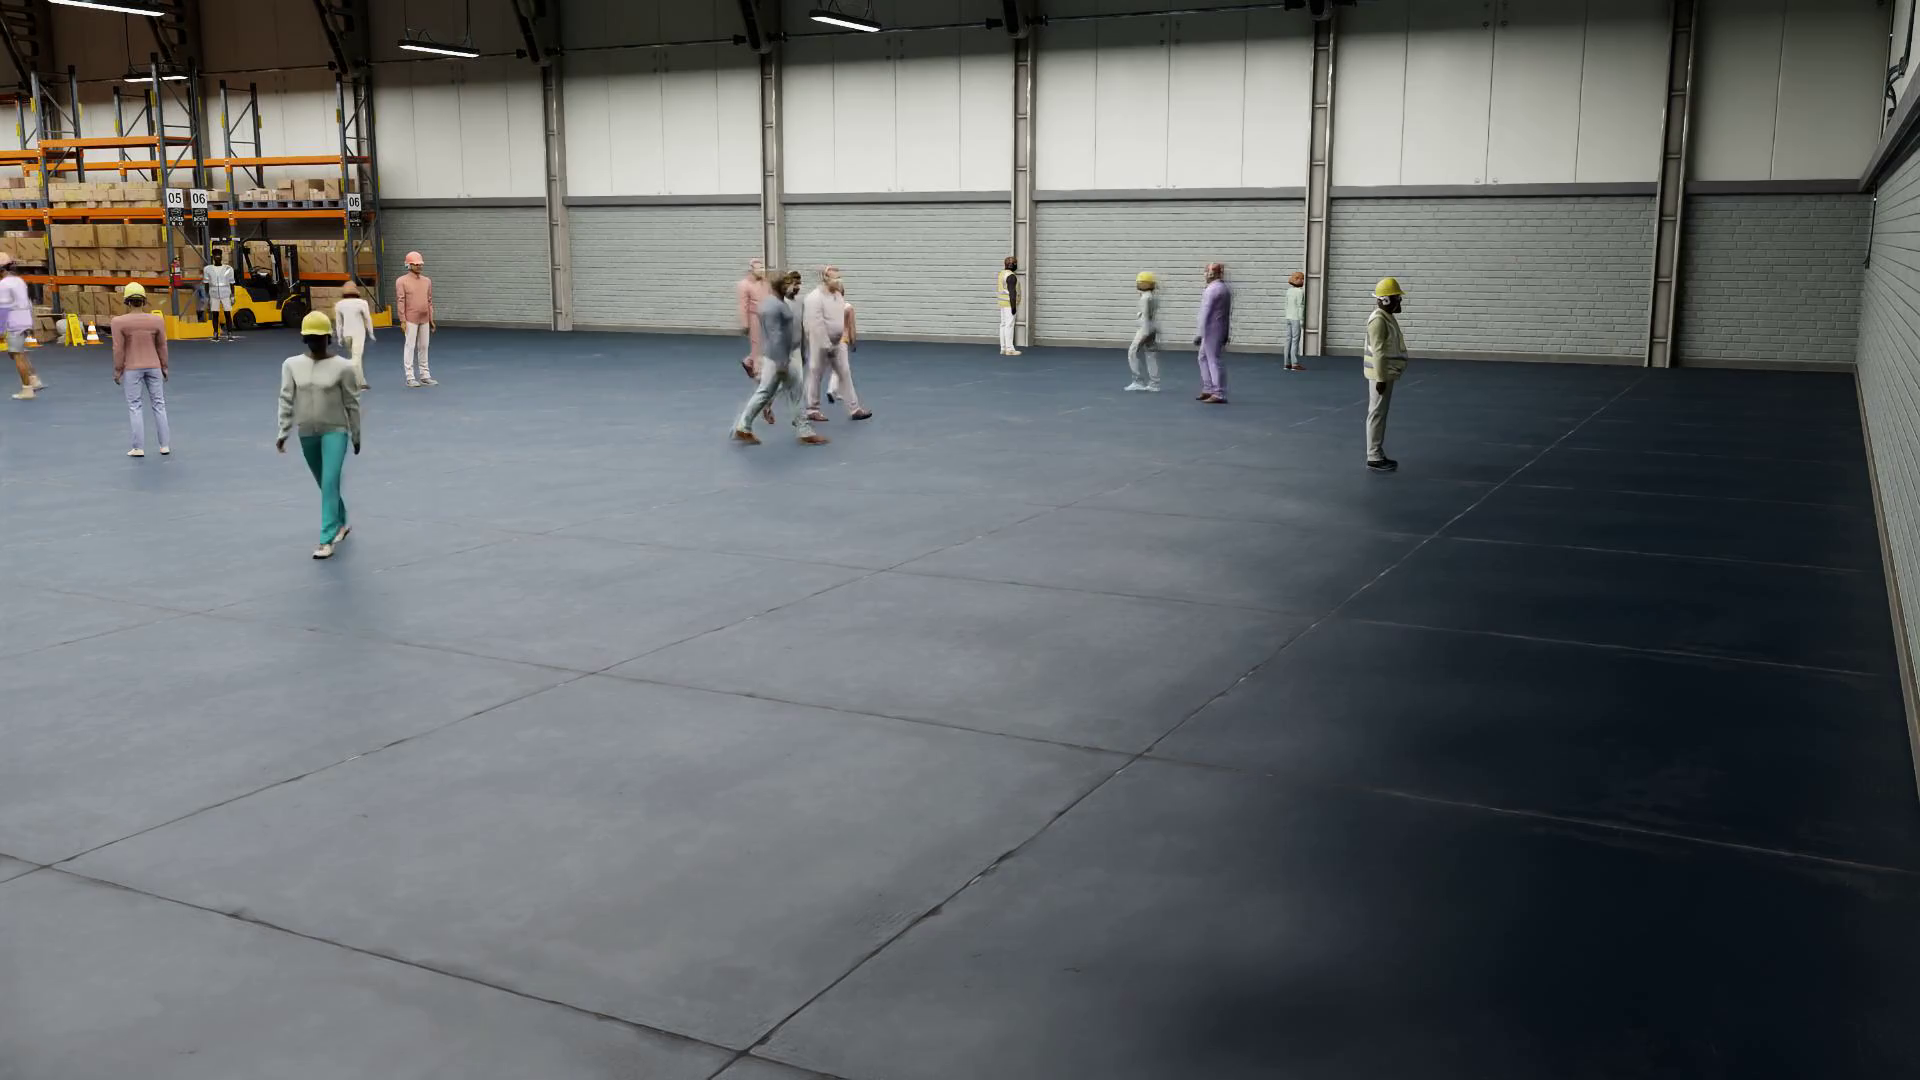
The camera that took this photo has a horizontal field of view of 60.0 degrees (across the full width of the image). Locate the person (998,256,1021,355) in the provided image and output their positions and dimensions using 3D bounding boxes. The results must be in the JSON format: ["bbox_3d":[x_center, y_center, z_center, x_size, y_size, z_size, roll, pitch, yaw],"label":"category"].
[{"bbox_3d":[0.937,-4.405,31.307,0.430,1.845,0.624,-3,11,-16],"label":"person"}]

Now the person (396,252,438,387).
[{"bbox_3d":[-8.091,-3.285,24.782,0.380,1.995,0.611,7,12,33],"label":"person"}]

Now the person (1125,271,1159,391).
[{"bbox_3d":[2.609,-2.997,23.942,0.614,1.718,0.502,4,11,18],"label":"person"}]

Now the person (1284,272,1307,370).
[{"bbox_3d":[5.600,-3.652,27.770,0.286,1.632,0.500,-3,11,-18],"label":"person"}]

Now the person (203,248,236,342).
[{"bbox_3d":[-15.587,-5.150,35.027,0.610,1.966,0.364,-3,11,-17],"label":"person"}]

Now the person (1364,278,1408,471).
[{"bbox_3d":[4.081,-1.589,15.966,0.403,1.837,0.589,4,11,20],"label":"person"}]

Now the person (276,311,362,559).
[{"bbox_3d":[-4.537,-0.775,11.858,0.527,1.720,0.923,0,10,2],"label":"person"}]

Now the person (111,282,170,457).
[{"bbox_3d":[-8.330,-1.728,16.916,0.533,1.767,0.313,-10,14,-43],"label":"person"}]

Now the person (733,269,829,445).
[{"bbox_3d":[-1.966,-1.937,17.732,1.024,1.894,0.649,2,11,8],"label":"person"}]

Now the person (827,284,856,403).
[{"bbox_3d":[-1.677,-2.671,22.494,0.521,1.606,0.820,3,11,18],"label":"person"}]

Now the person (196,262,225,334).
[{"bbox_3d":[-17.182,-5.510,37.838,0.856,1.660,0.532,5,12,28],"label":"person"}]

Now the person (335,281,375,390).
[{"bbox_3d":[-8.711,-2.910,23.816,0.506,1.598,0.823,2,11,12],"label":"person"}]

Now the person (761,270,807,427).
[{"bbox_3d":[-2.044,-2.228,19.449,0.678,1.845,0.541,10,14,42],"label":"person"}]

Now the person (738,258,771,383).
[{"bbox_3d":[-3.102,-3.333,25.312,0.642,1.891,0.662,7,13,34],"label":"person"}]

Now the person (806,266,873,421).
[{"bbox_3d":[-1.495,-2.337,19.964,0.912,1.864,0.640,8,13,37],"label":"person"}]

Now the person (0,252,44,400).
[{"bbox_3d":[-12.920,-2.916,22.717,0.521,2.014,0.687,0,10,-1],"label":"person"}]

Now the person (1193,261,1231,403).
[{"bbox_3d":[3.314,-2.774,22.294,0.634,1.889,0.657,5,11,23],"label":"person"}]
